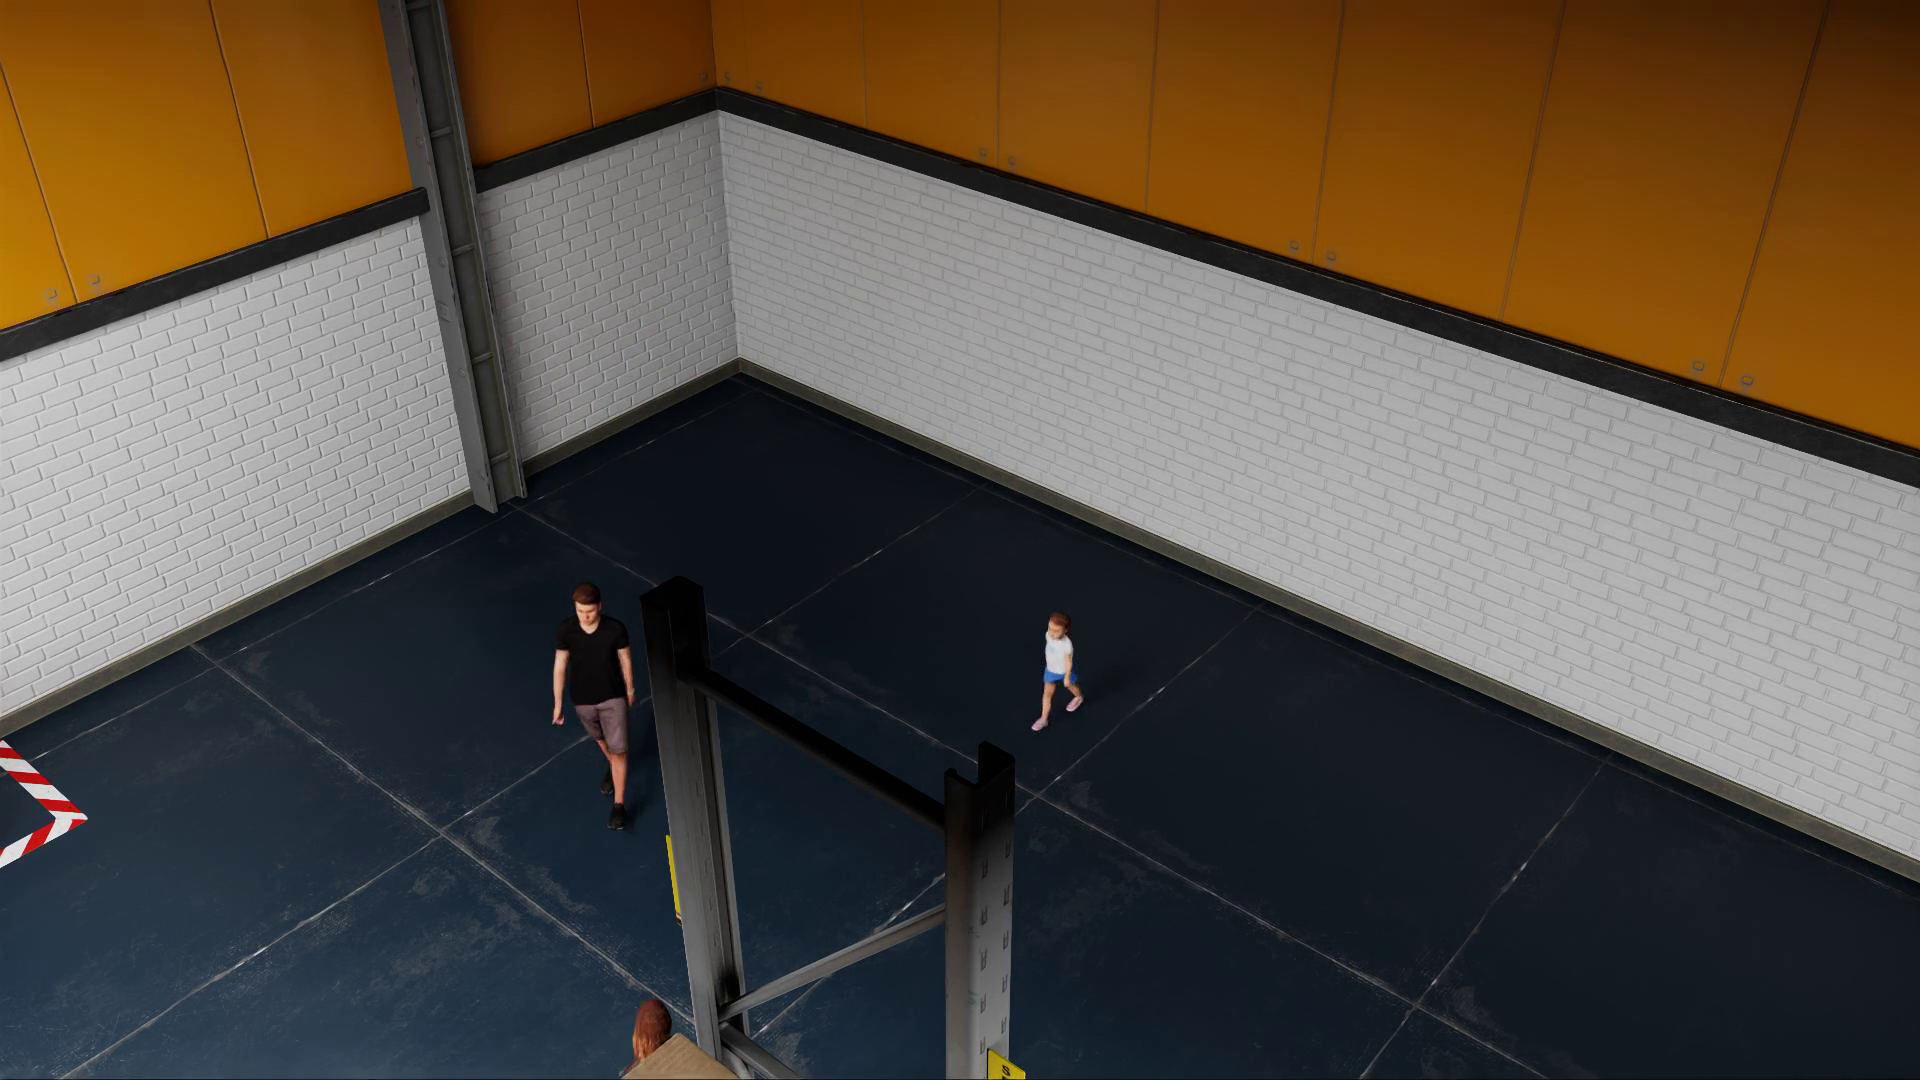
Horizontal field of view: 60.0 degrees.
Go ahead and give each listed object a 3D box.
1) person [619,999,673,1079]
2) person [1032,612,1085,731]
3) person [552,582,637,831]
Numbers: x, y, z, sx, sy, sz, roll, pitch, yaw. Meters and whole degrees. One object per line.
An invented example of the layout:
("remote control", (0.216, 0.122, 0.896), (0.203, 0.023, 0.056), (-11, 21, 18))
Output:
("person", (-1.464, 3.114, 8.593), (0.923, 1.676, 0.809), (-22, 40, -30))
("person", (0.788, 0.938, 12.480), (0.445, 0.998, 0.755), (28, 43, 35))
("person", (-2.501, 1.028, 11.590), (1.029, 1.832, 1.156), (2, 34, 3))
